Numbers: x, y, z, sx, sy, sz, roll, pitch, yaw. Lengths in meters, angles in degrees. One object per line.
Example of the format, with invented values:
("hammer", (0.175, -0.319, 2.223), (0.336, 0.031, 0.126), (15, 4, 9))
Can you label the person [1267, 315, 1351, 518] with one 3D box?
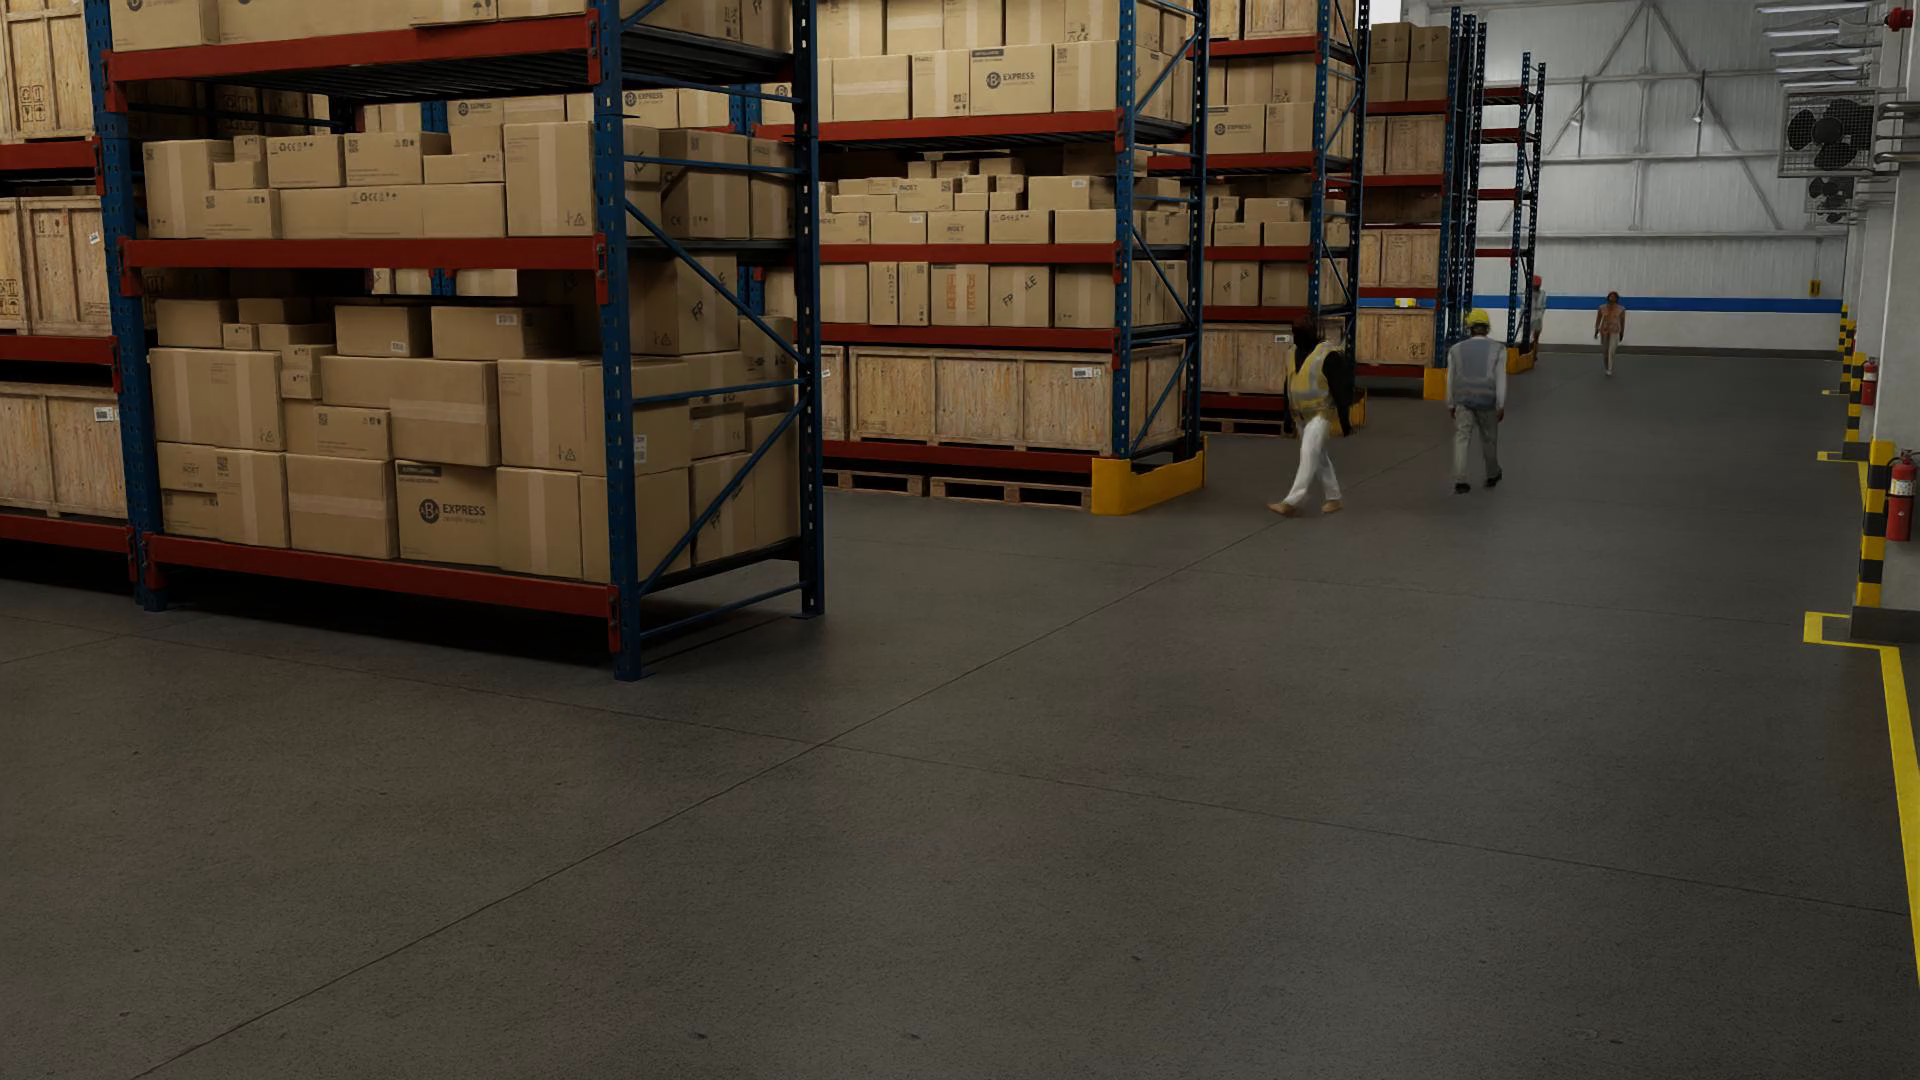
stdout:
("person", (3.126, -1.090, 14.747), (0.928, 1.784, 0.693), (-6, 11, -29))

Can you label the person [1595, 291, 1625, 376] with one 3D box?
("person", (12.505, -3.979, 31.957), (0.515, 1.610, 0.746), (7, 12, 34))

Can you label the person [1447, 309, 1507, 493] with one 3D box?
("person", (5.095, -1.369, 16.354), (0.599, 1.774, 0.948), (6, 11, 30))

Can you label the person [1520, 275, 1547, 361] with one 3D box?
("person", (12.477, -4.859, 36.327), (0.558, 1.882, 0.904), (1, 10, 4))
